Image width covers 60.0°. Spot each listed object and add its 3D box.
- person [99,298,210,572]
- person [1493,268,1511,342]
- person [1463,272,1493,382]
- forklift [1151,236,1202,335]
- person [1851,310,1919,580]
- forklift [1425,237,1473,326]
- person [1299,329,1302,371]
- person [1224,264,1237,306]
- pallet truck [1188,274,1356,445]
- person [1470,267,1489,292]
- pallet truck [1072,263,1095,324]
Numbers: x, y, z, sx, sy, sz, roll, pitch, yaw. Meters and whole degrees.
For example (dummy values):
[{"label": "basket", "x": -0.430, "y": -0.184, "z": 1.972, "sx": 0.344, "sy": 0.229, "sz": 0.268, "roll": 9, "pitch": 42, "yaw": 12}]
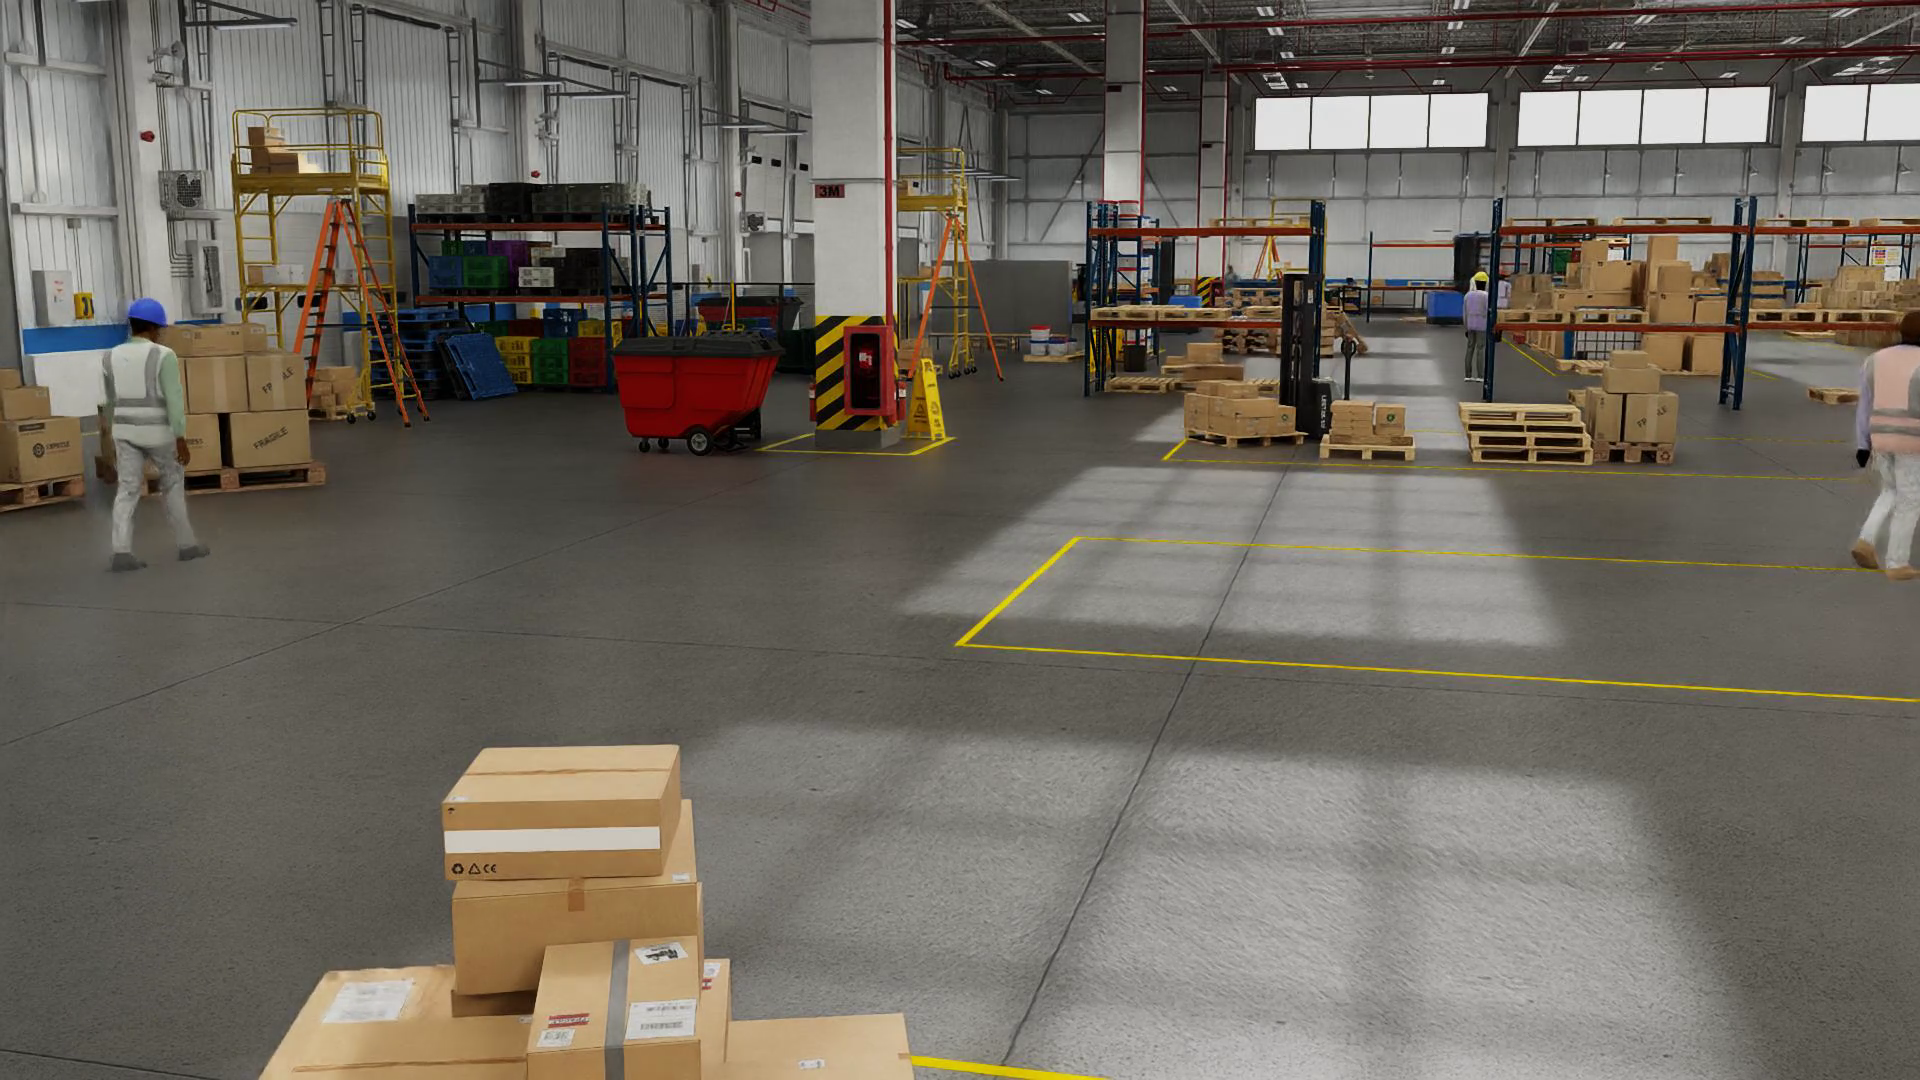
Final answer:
[{"label": "person", "x": -5.716, "y": -0.743, "z": 11.696, "sx": 0.633, "sy": 1.930, "sz": 0.691, "roll": 2, "pitch": 10, "yaw": 9}, {"label": "person", "x": 13.935, "y": -6.065, "z": 42.954, "sx": 0.550, "sy": 1.922, "sz": 0.650, "roll": 2, "pitch": 10, "yaw": 14}, {"label": "person", "x": 9.076, "y": -3.724, "z": 29.124, "sx": 0.360, "sy": 1.930, "sz": 0.587, "roll": -7, "pitch": 12, "yaw": -36}, {"label": "forklift", "x": 5.866, "y": -7.214, "z": 46.878, "sx": 1.873, "sy": 2.768, "sz": 1.129, "roll": 2, "pitch": 10, "yaw": 14}, {"label": "person", "x": 6.381, "y": -0.628, "z": 11.201, "sx": 0.439, "sy": 1.828, "sz": 0.623, "roll": -4, "pitch": 10, "yaw": -21}, {"label": "forklift", "x": 15.793, "y": -8.156, "z": 52.424, "sx": 1.873, "sy": 2.768, "sz": 1.129, "roll": 0, "pitch": 10, "yaw": 0}, {"label": "person", "x": 6.754, "y": -4.102, "z": 31.940, "sx": 0.485, "sy": 1.736, "sz": 0.345, "roll": -8, "pitch": 13, "yaw": -41}, {"label": "person", "x": 9.673, "y": -8.974, "z": 60.041, "sx": 0.515, "sy": 1.925, "sz": 0.654, "roll": -9, "pitch": 13, "yaw": -41}, {"label": "pallet truck", "x": 3.653, "y": -2.138, "z": 19.590, "sx": 1.885, "sy": 1.965, "sz": 0.823, "roll": -4, "pitch": 10, "yaw": -20}, {"label": "person", "x": 15.188, "y": -7.004, "z": 48.535, "sx": 0.647, "sy": 1.887, "sz": 1.039, "roll": 3, "pitch": 10, "yaw": 19}, {"label": "pallet truck", "x": 4.325, "y": -8.180, "z": 55.162, "sx": 0.823, "sy": 1.965, "sz": 1.885, "roll": 6, "pitch": 11, "yaw": 31}]
